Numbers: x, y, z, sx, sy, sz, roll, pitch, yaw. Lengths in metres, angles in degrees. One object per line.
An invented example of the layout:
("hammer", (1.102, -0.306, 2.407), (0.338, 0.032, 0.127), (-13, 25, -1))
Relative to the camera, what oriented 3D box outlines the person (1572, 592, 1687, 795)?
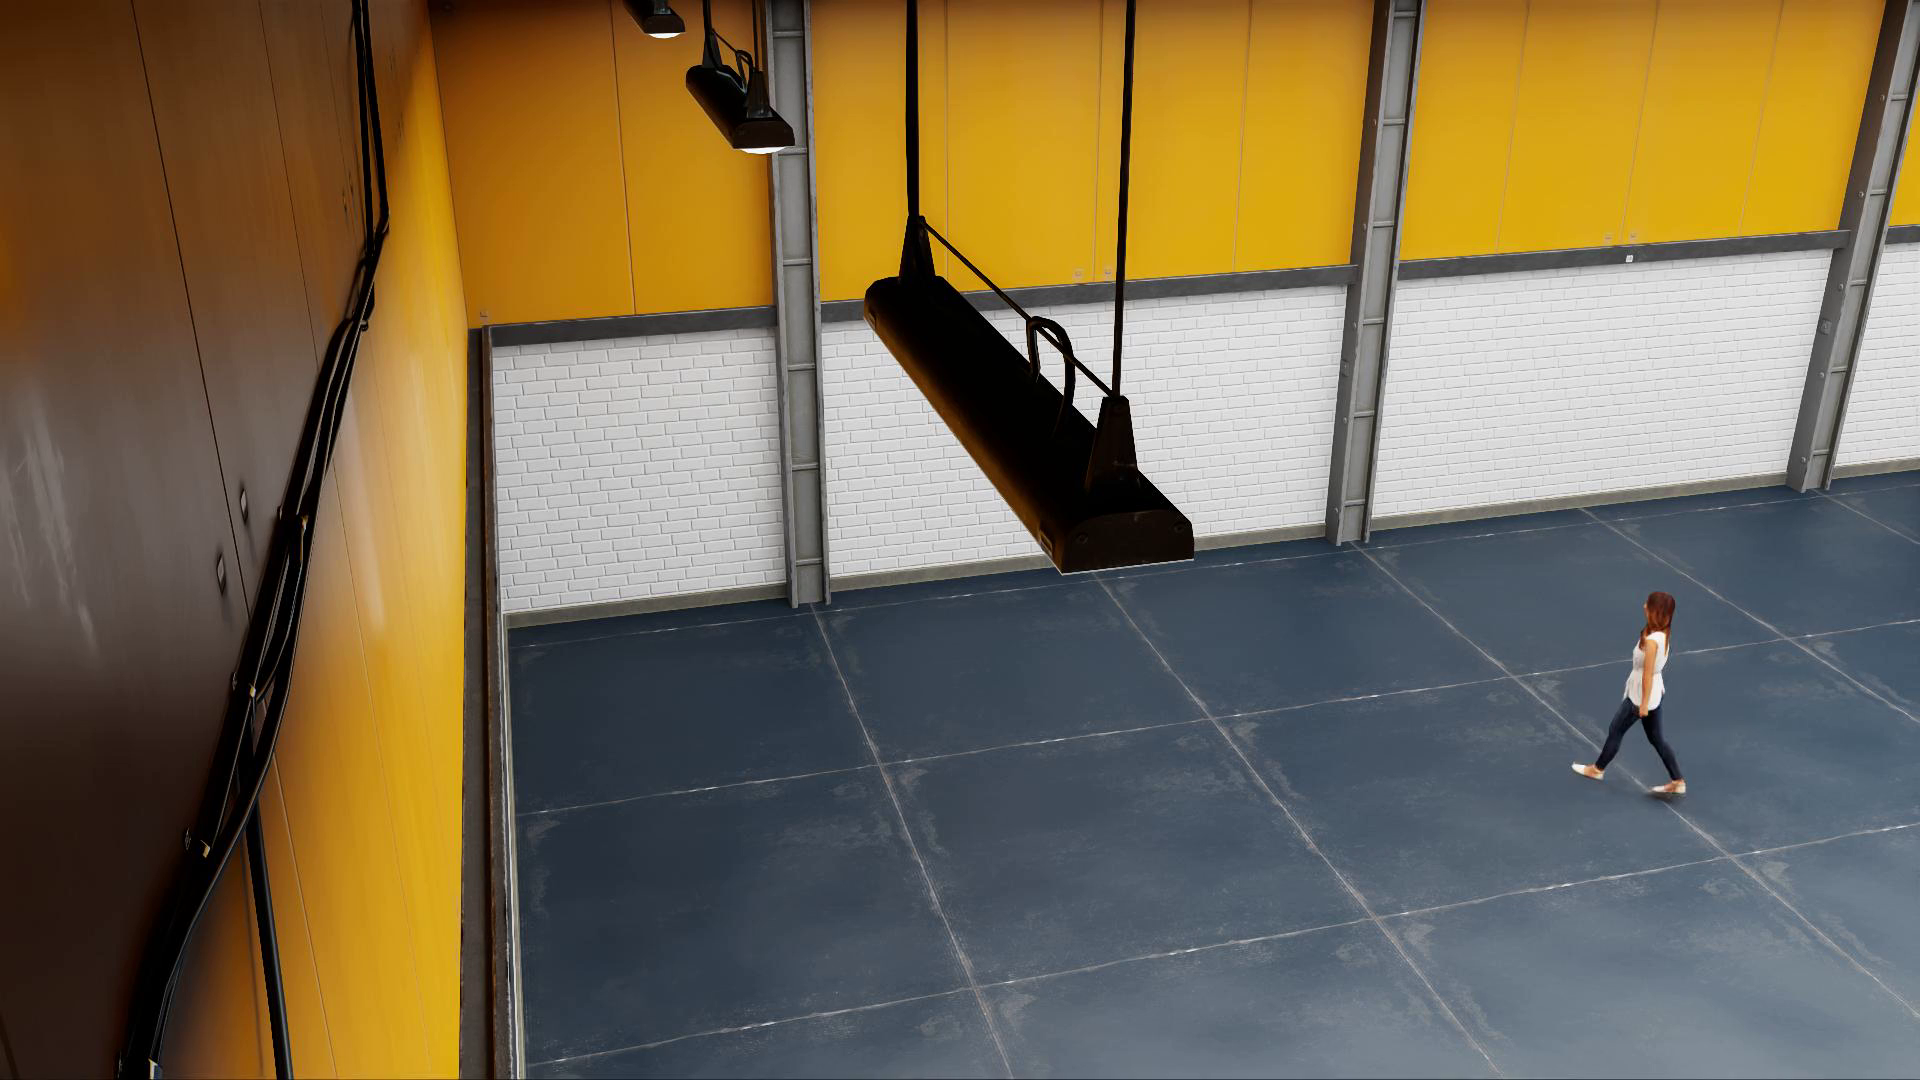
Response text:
("person", (5.540, 1.268, 13.204), (1.127, 1.744, 1.112), (16, 28, 32))
